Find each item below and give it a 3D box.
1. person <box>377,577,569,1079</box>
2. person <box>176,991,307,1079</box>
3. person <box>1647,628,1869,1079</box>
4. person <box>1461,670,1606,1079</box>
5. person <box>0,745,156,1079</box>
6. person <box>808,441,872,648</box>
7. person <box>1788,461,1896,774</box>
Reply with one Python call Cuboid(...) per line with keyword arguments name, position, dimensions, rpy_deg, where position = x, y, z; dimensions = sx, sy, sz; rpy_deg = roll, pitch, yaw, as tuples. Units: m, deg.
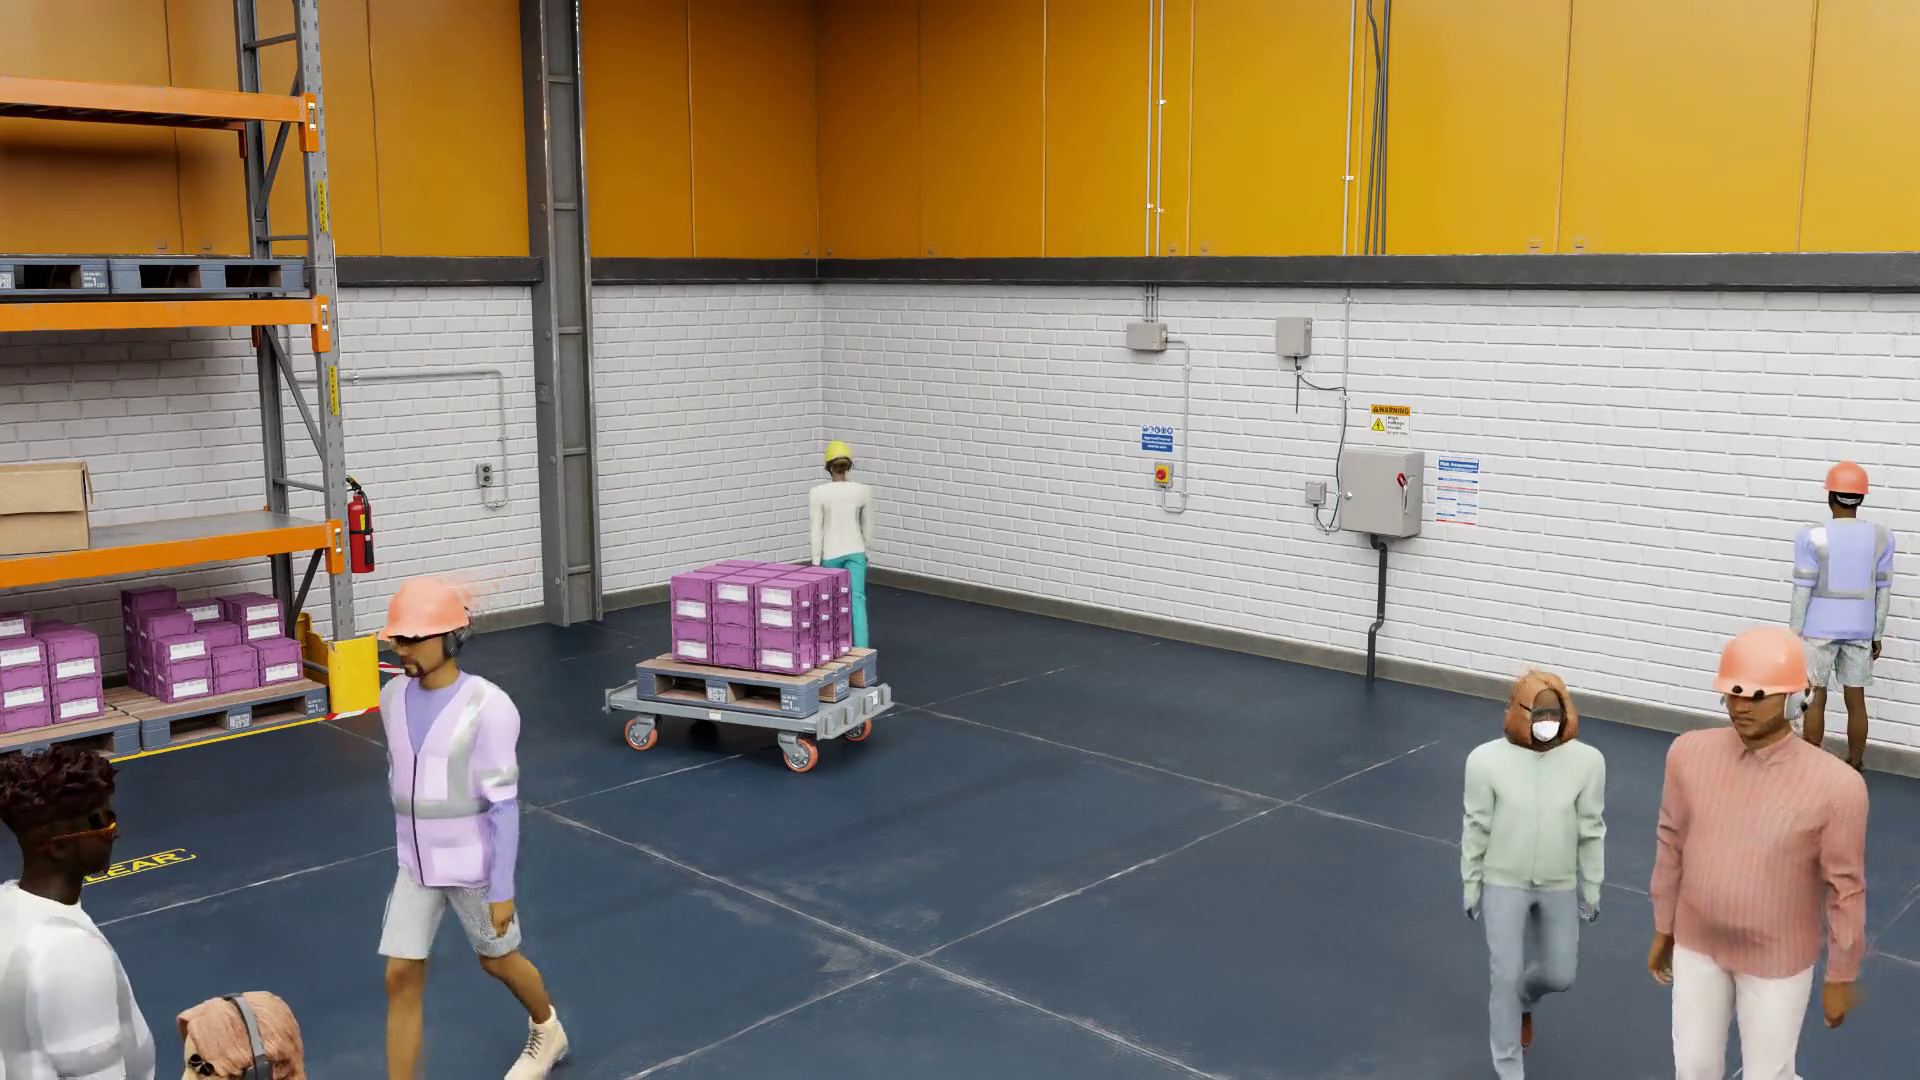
Cuboid(name="person", position=(-1.765, 1.099, 5.840), dimensions=(0.621, 1.999, 1.025), rpy_deg=(4, 10, 26))
Cuboid(name="person", position=(-1.381, 1.681, 3.342), dimensions=(0.515, 1.641, 0.314), rpy_deg=(8, 12, 41))
Cuboid(name="person", position=(2.457, 1.224, 5.128), dimensions=(0.693, 1.975, 0.620), rpy_deg=(-7, 12, -38))
Cuboid(name="person", position=(2.070, 1.245, 6.084), dimensions=(0.504, 1.623, 0.555), rpy_deg=(1, 9, 4))
Cuboid(name="person", position=(-2.075, 1.433, 3.911), dimensions=(0.447, 1.950, 0.614), rpy_deg=(-7, 12, -38))
Cuboid(name="person", position=(-0.925, 0.101, 12.812), dimensions=(0.544, 1.715, 0.919), rpy_deg=(-4, 10, -23))
Cuboid(name="person", position=(5.057, 0.509, 9.615), dimensions=(0.543, 1.939, 0.360), rpy_deg=(1, 9, 7))
